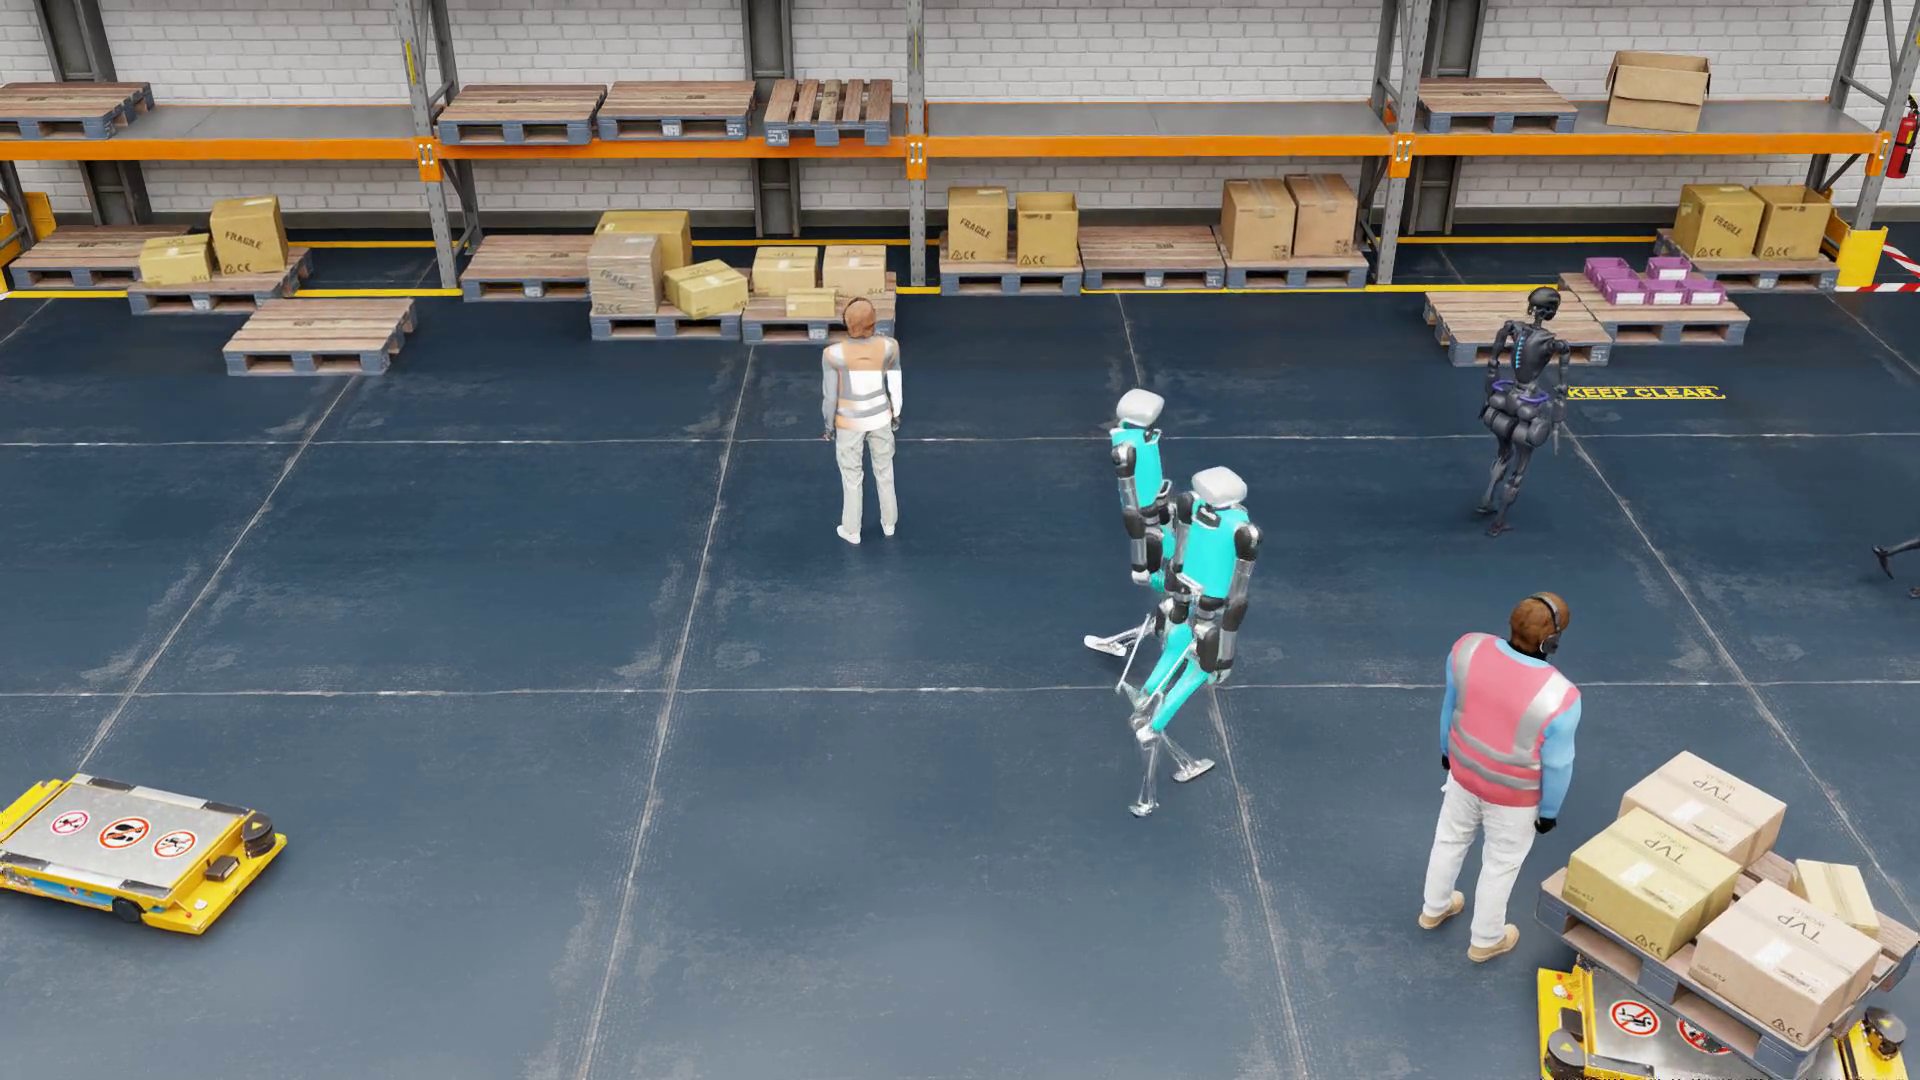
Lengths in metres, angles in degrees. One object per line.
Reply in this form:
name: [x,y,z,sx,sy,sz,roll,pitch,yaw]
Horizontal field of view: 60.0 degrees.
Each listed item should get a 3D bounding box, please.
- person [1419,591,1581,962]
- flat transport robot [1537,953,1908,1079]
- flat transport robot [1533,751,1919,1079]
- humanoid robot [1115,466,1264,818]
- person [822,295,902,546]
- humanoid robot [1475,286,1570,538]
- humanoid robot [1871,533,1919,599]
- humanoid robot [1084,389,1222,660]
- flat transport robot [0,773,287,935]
person: [2.340,1.019,7.201,0.431,1.836,0.630,-23,38,-33]
flat transport robot: [3.153,2.122,6.878,1.431,0.231,0.659,8,32,13]
flat transport robot: [3.293,1.869,7.300,1.431,0.231,0.659,-22,38,-32]
humanoid robot: [0.983,0.541,8.110,0.856,1.779,0.539,-16,35,-25]
person: [-0.600,-0.729,10.292,0.523,1.639,0.306,-12,33,-19]
humanoid robot: [3.499,-0.799,10.373,0.362,1.645,0.612,-22,37,-32]
humanoid robot: [5.760,-0.389,9.691,0.500,1.636,0.591,10,32,16]
humanoid robot: [1.144,0.019,8.921,0.963,1.714,0.570,10,32,16]
flat transport robot: [-4.046,1.475,7.956,1.431,0.231,0.659,8,32,14]
